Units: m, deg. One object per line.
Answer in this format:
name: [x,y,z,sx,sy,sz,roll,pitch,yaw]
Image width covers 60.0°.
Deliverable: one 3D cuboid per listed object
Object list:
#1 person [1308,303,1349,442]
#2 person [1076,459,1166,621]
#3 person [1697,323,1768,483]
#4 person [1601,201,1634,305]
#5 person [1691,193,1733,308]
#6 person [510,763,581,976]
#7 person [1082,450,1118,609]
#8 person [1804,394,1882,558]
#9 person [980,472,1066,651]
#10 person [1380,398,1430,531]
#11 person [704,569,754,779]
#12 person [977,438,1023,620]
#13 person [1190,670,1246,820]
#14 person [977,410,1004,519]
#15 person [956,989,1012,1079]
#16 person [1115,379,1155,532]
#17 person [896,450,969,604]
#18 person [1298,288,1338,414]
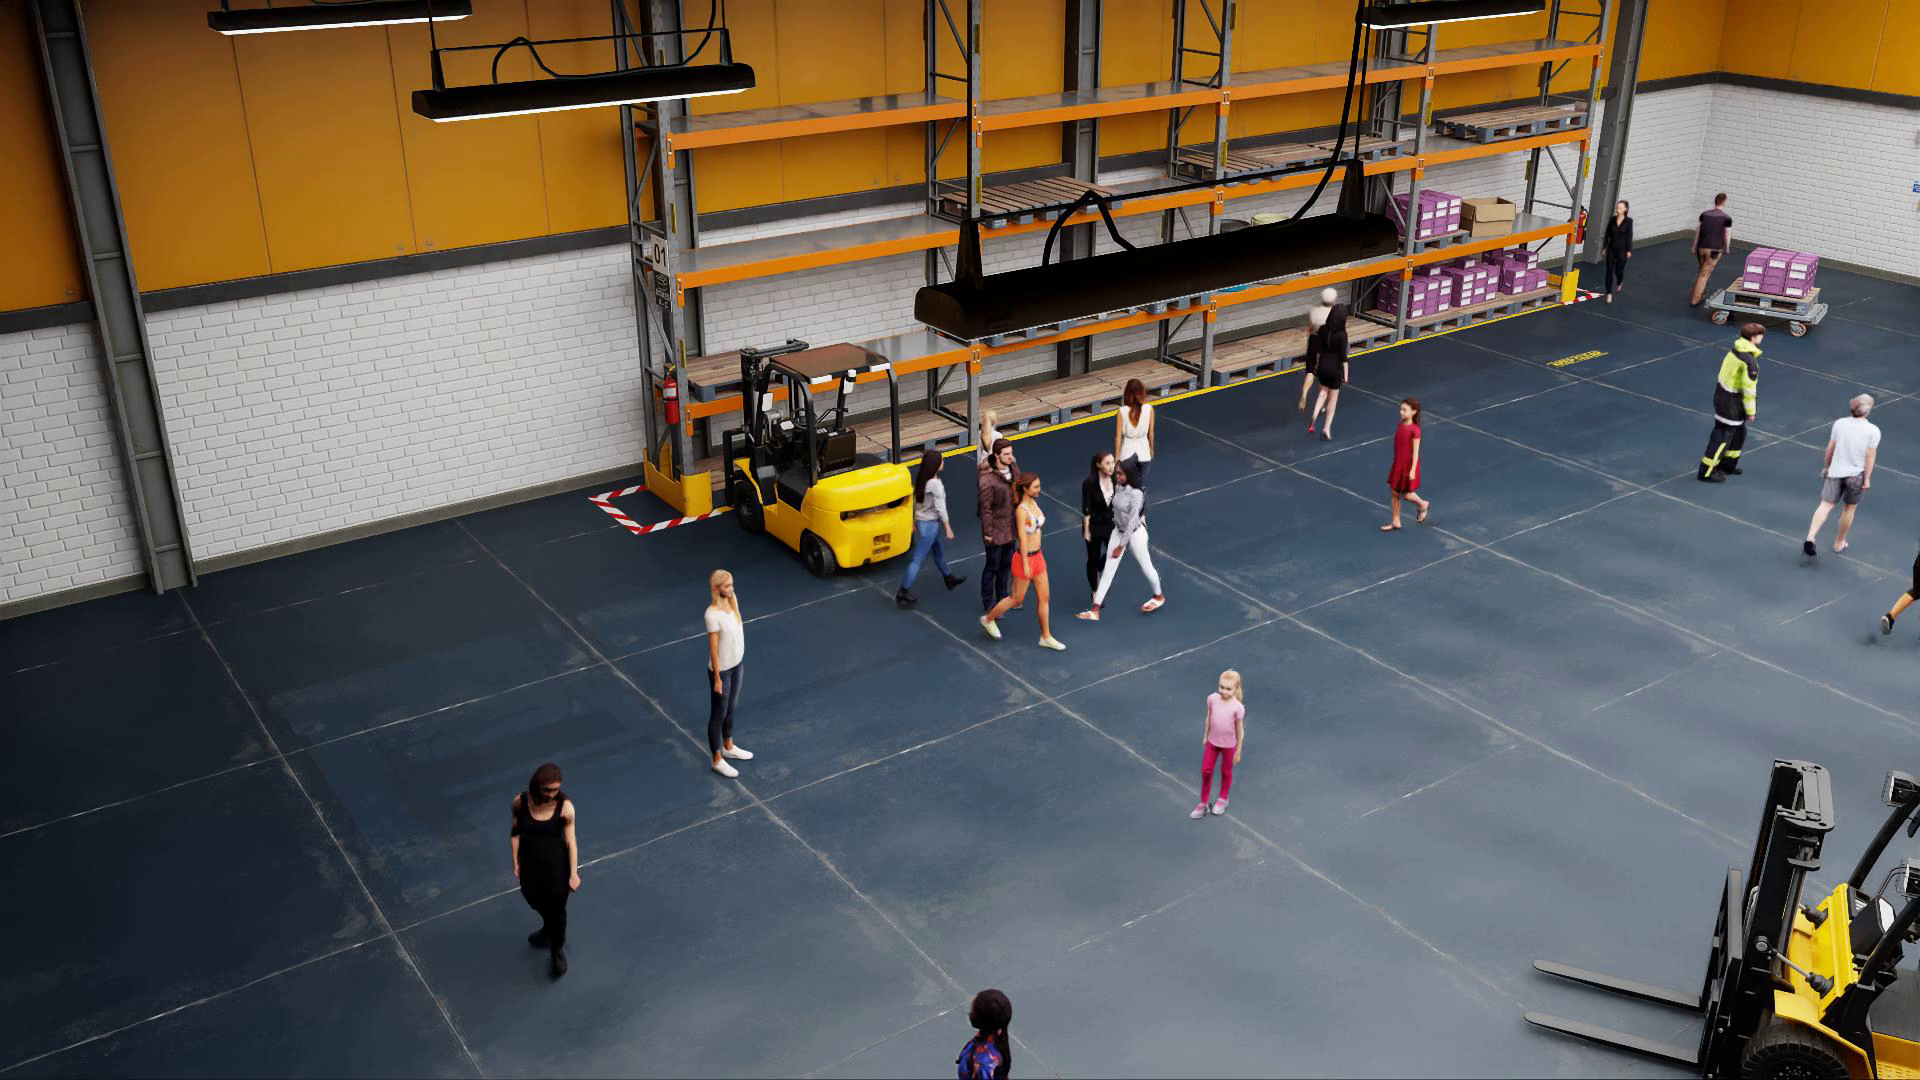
person: [4.608,-2.080,20.975,0.706,1.791,0.662,-20,31,-39]
person: [1.738,0.016,16.344,1.262,1.659,0.675,-13,27,-27]
person: [9.071,-1.625,19.721,1.048,1.962,0.993,2,24,5]
person: [10.702,-4.681,27.043,0.723,1.696,0.810,16,28,33]
person: [12.055,-4.670,26.875,0.956,1.810,0.672,-16,29,-33]
person: [-2.831,2.206,11.338,0.858,1.657,0.922,8,25,17]
person: [1.368,-0.146,16.727,0.658,1.650,0.703,-12,26,-25]
person: [9.382,-0.654,17.688,1.115,1.810,0.759,-21,31,-39]
person: [0.564,0.203,15.786,0.977,1.763,1.101,11,26,24]
person: [5.002,-0.843,18.458,0.835,1.539,0.605,-11,26,-24]
person: [-1.951,1.069,13.748,0.733,1.809,0.635,8,25,17]
person: [0.401,-0.145,16.477,0.887,1.848,0.721,18,30,36]
person: [2.114,1.584,13.249,0.643,1.266,0.743,14,27,30]
person: [0.335,-0.853,18.812,0.563,1.274,0.589,14,27,28]
person: [0.142,3.154,9.058,0.718,1.746,0.660,4,24,9]
person: [1.940,-0.884,18.268,0.929,1.768,0.923,-1,24,-3]
person: [-0.402,-0.098,16.701,1.102,1.583,0.760,-10,26,-22]
person: [4.697,-2.433,21.855,0.792,1.732,0.970,17,29,33]
